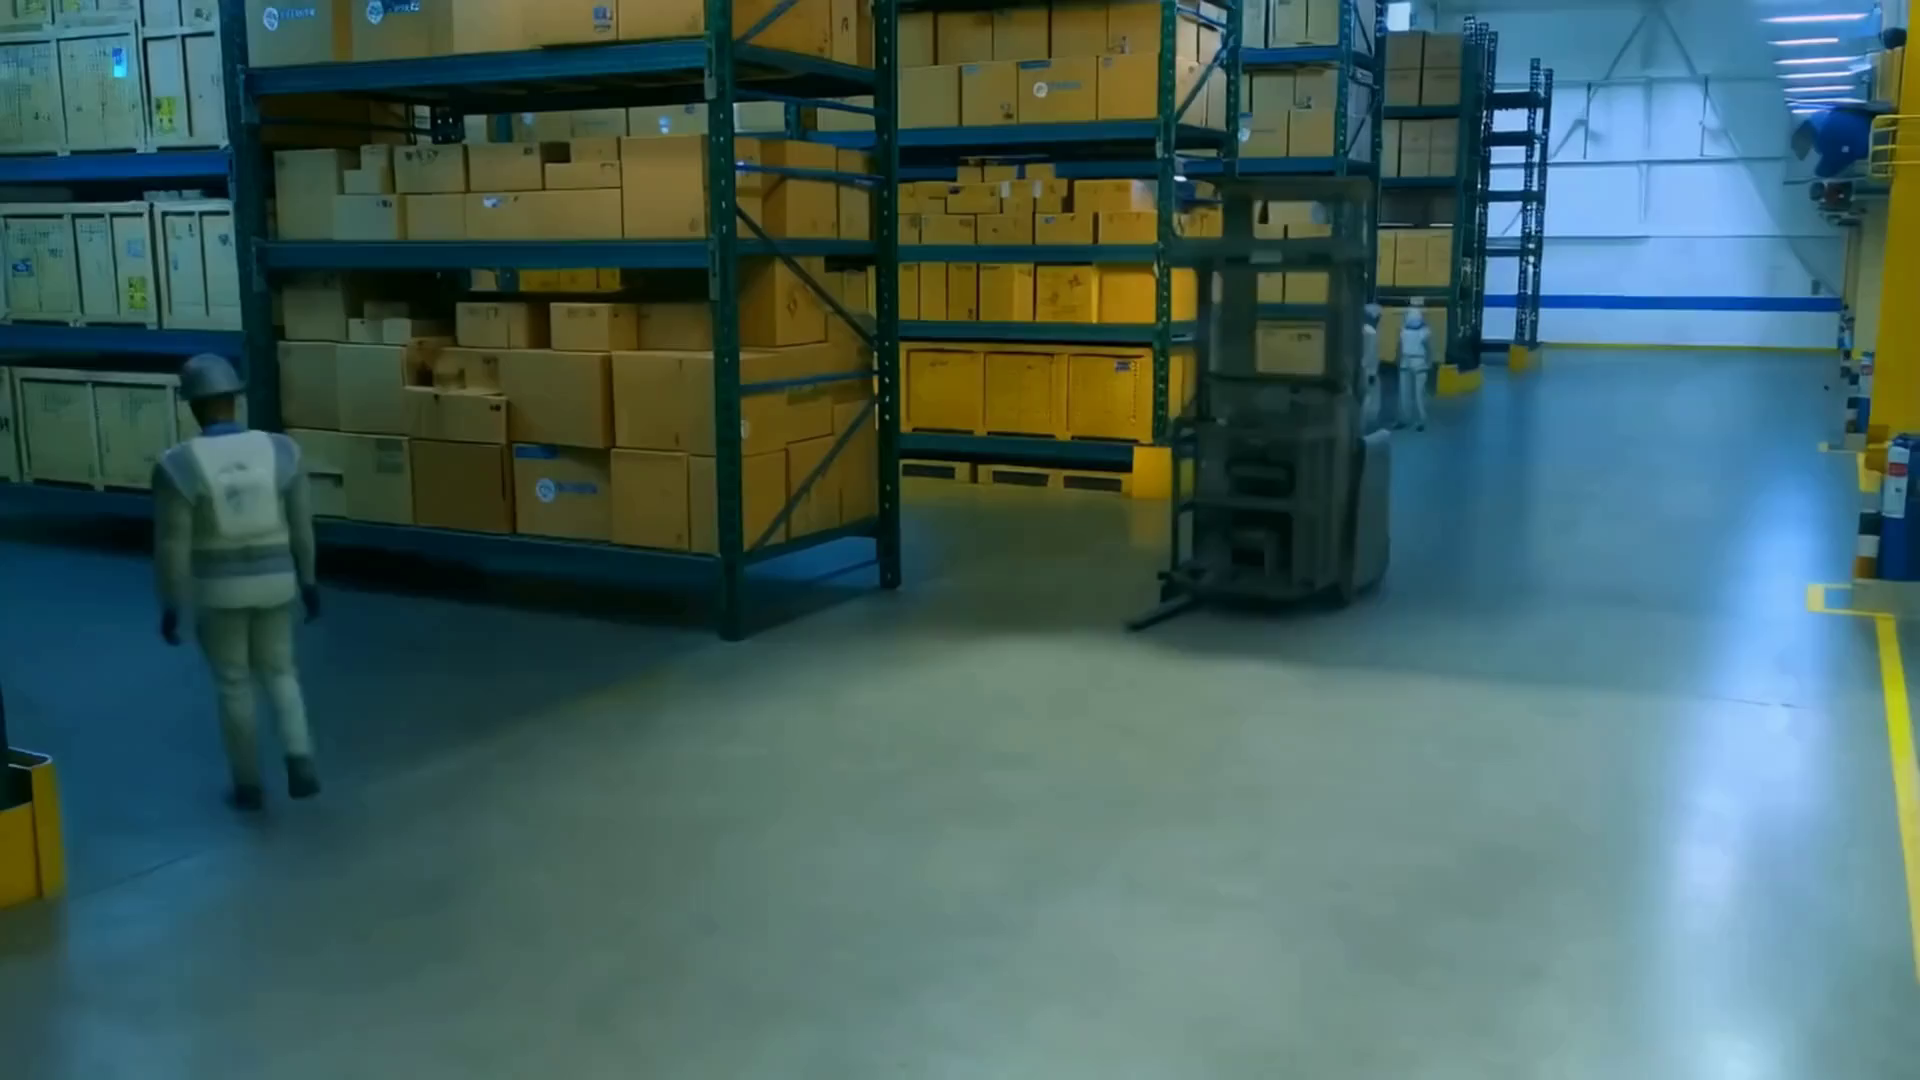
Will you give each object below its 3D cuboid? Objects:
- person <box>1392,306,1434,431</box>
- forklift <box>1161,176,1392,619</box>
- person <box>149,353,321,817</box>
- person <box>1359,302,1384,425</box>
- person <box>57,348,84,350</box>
[{"bbox_3d":[5.956,-2.244,21.855,0.525,1.649,0.312,7,12,36],"label":"person"},{"bbox_3d":[2.240,-1.041,11.271,1.129,2.768,1.873,5,11,27],"label":"forklift"},{"bbox_3d":[-2.972,0.204,6.823,0.636,1.928,0.492,-9,13,-42],"label":"person"},{"bbox_3d":[5.096,-2.128,20.905,0.447,1.724,0.575,0,10,-3],"label":"person"},{"bbox_3d":[-10.105,-1.830,18.658,0.793,1.903,0.557,5,11,27],"label":"person"}]
